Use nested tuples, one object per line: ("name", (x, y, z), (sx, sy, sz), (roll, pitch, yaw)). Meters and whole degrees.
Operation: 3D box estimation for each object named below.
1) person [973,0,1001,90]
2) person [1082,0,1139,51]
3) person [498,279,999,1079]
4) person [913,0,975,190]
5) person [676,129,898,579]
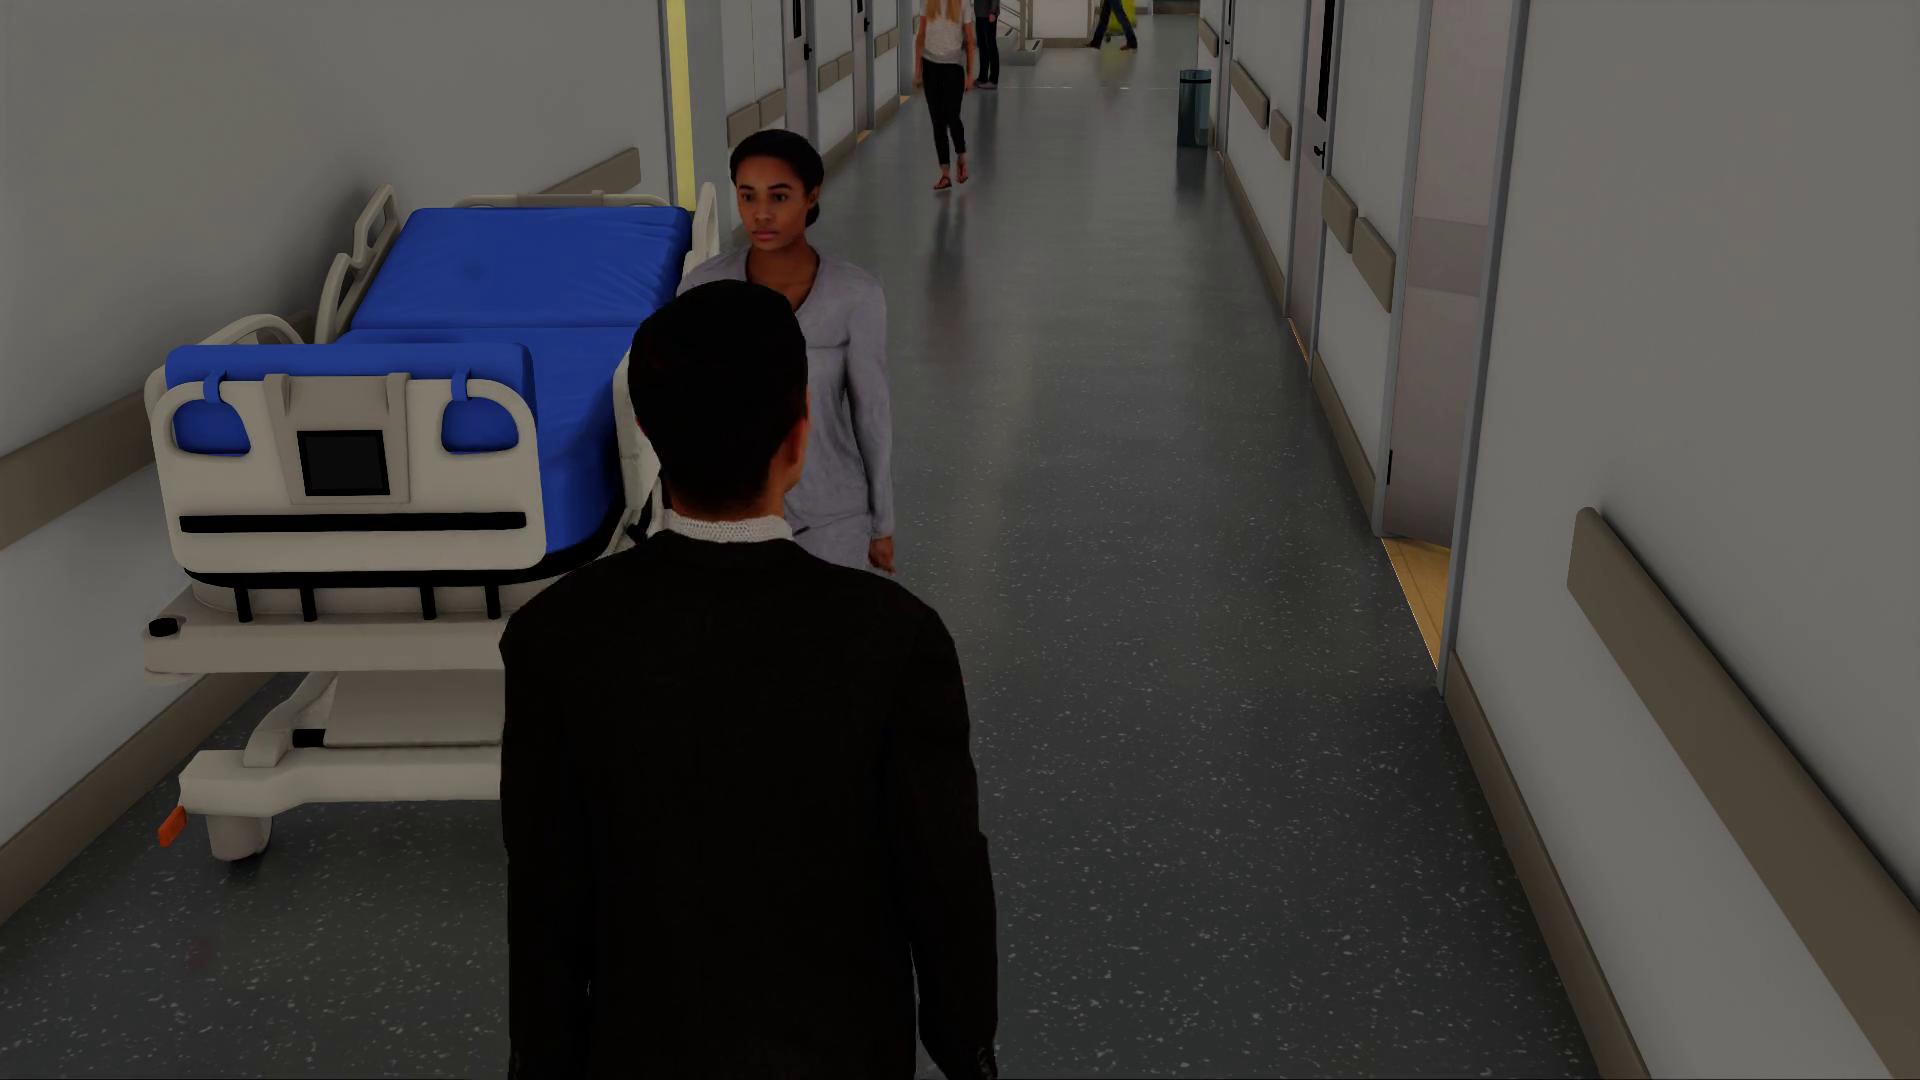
("person", (0.335, -6.696, 21.096), (0.777, 1.872, 0.779), (-8, 22, -21))
("person", (2.536, -8.676, 26.419), (1.314, 1.804, 1.001), (11, 23, 27))
("person", (-0.262, 0.646, 1.859), (1.105, 1.767, 0.866), (3, 21, 8))
("person", (-0.103, -3.762, 13.430), (0.671, 1.813, 0.740), (6, 22, 16))
("person", (-0.393, -0.065, 3.842), (1.114, 1.691, 0.697), (2, 21, 5))
